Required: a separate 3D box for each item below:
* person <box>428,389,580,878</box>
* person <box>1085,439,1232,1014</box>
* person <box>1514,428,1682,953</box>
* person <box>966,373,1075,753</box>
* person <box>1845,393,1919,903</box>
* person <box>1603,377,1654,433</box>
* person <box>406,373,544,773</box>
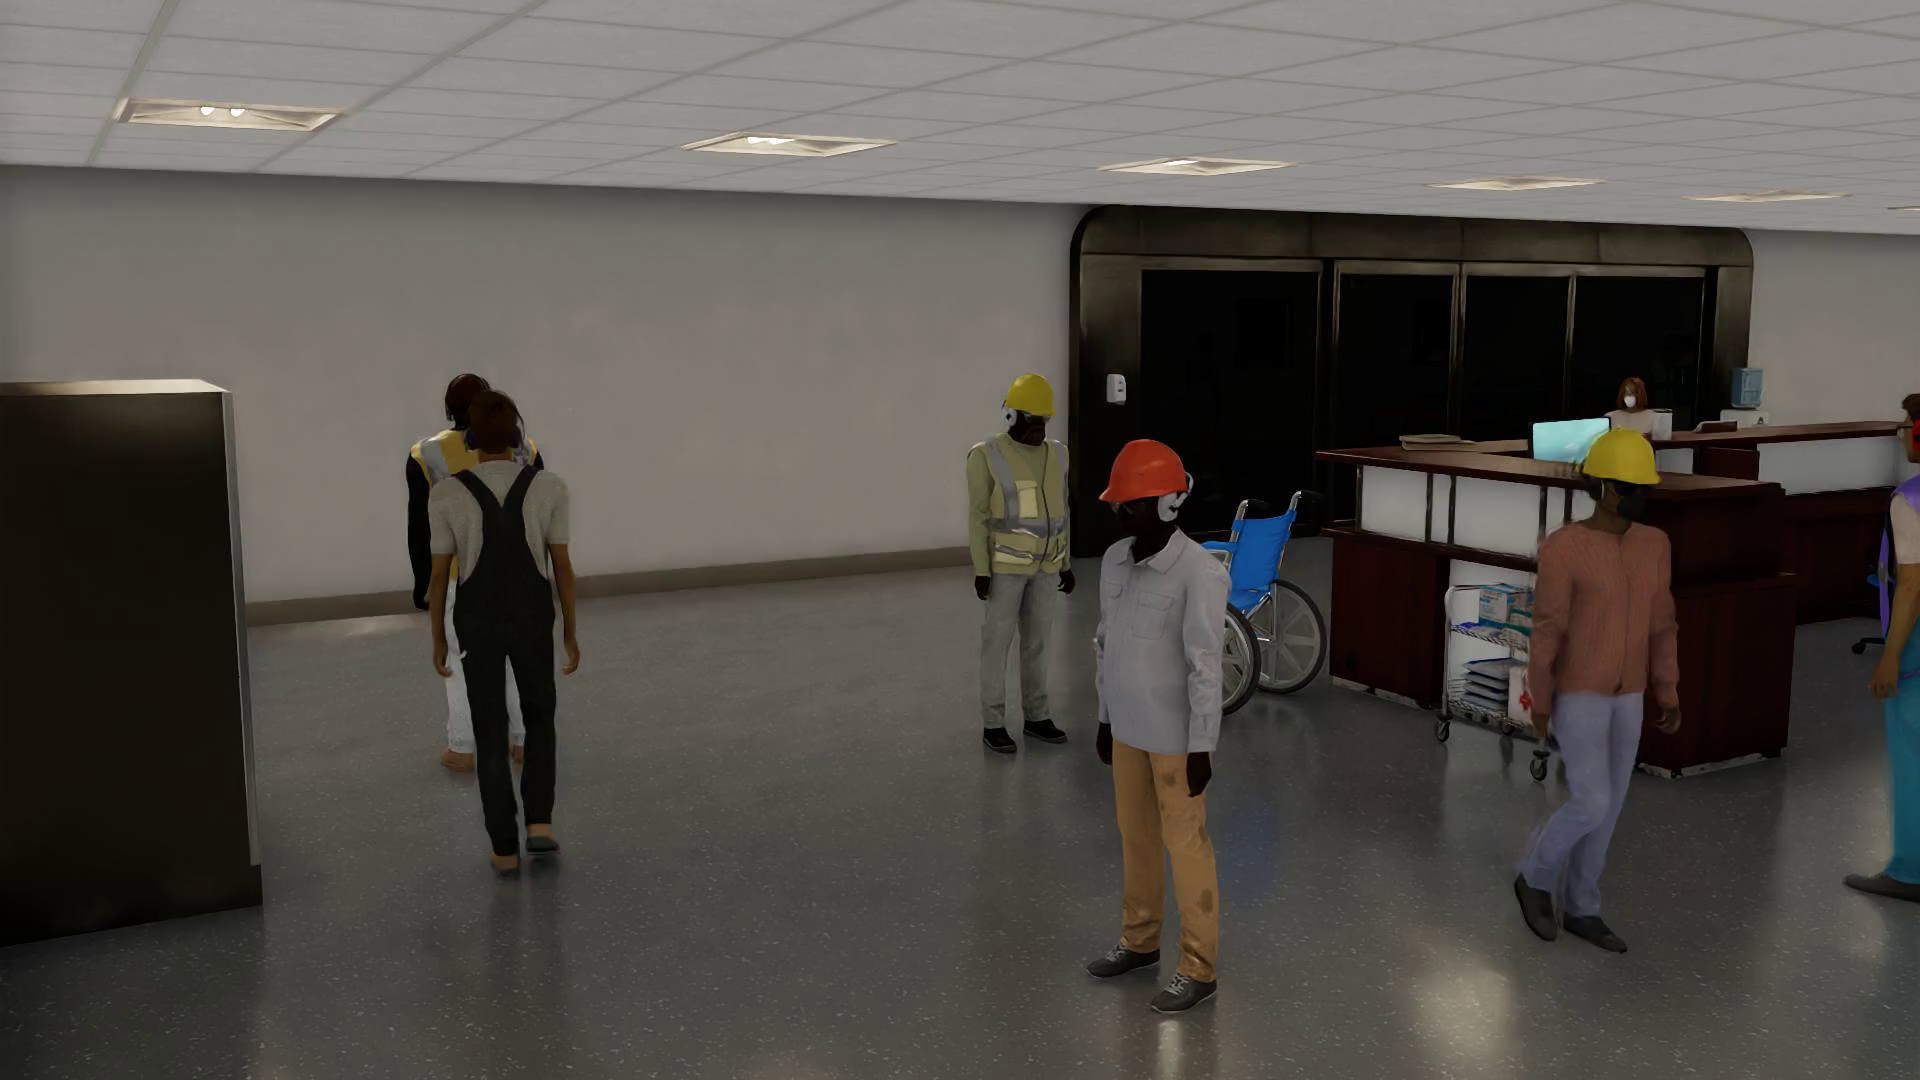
[{"bbox_3d":[-1.726,0.350,6.285,0.531,1.830,0.451,-3,8,-20],"label":"person"},{"bbox_3d":[0.583,0.559,5.109,0.361,1.742,0.563,-5,9,-31],"label":"person"},{"bbox_3d":[2.125,0.507,5.476,0.525,1.755,0.369,-4,9,-24],"label":"person"},{"bbox_3d":[0.315,0.106,8.083,0.588,1.827,0.403,-5,9,-33],"label":"person"},{"bbox_3d":[3.510,0.387,5.986,0.570,1.843,0.372,-5,9,-32],"label":"person"},{"bbox_3d":[5.371,-0.513,13.392,0.521,1.583,0.871,7,10,41],"label":"person"},{"bbox_3d":[-2.232,0.153,7.702,0.624,1.841,0.430,-4,9,-27],"label":"person"}]
